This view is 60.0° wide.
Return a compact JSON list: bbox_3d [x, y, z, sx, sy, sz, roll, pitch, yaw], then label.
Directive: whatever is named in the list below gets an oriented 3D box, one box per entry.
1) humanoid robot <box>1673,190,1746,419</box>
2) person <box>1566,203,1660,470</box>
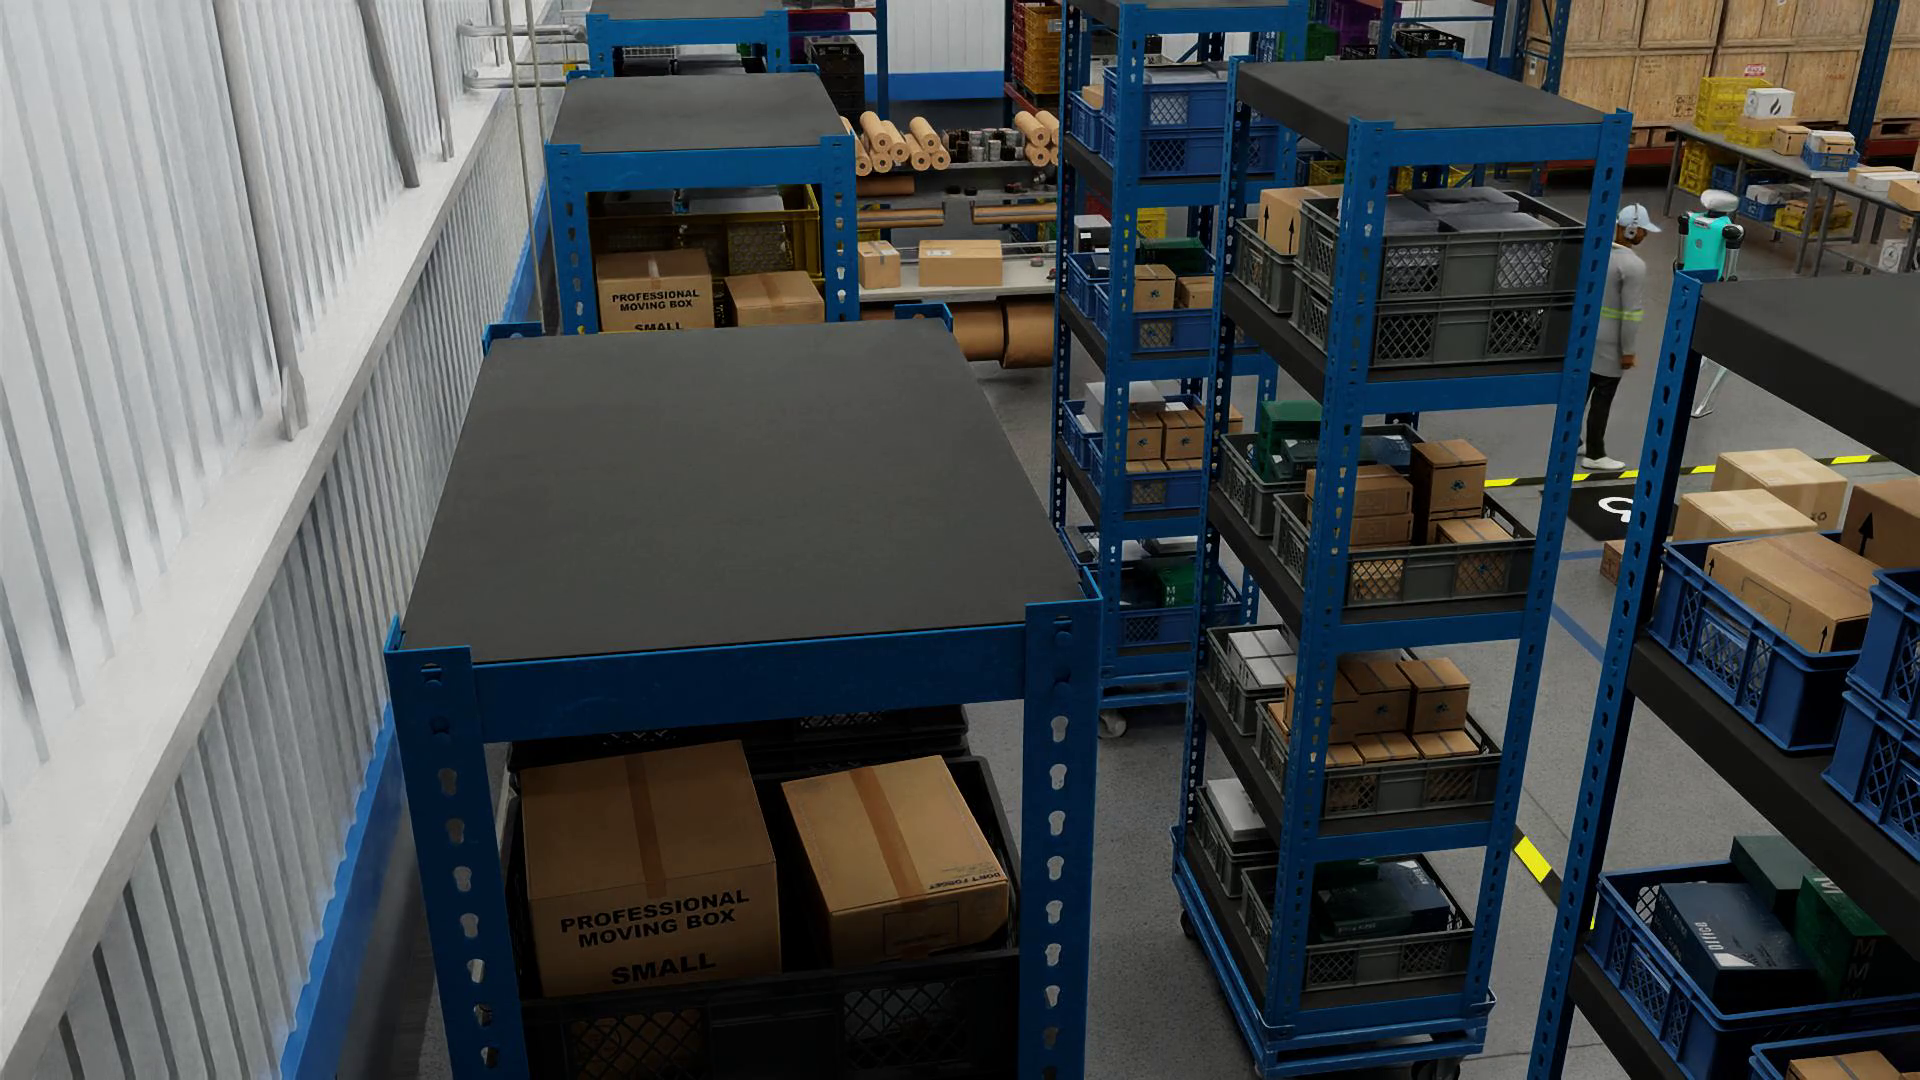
[{"bbox_3d":[5.554,-1.737,12.157,0.735,1.677,0.533,-11,27,-23],"label":"humanoid robot"},{"bbox_3d":[4.480,-1.397,11.448,0.407,1.847,0.588,-6,25,-12],"label":"person"}]
